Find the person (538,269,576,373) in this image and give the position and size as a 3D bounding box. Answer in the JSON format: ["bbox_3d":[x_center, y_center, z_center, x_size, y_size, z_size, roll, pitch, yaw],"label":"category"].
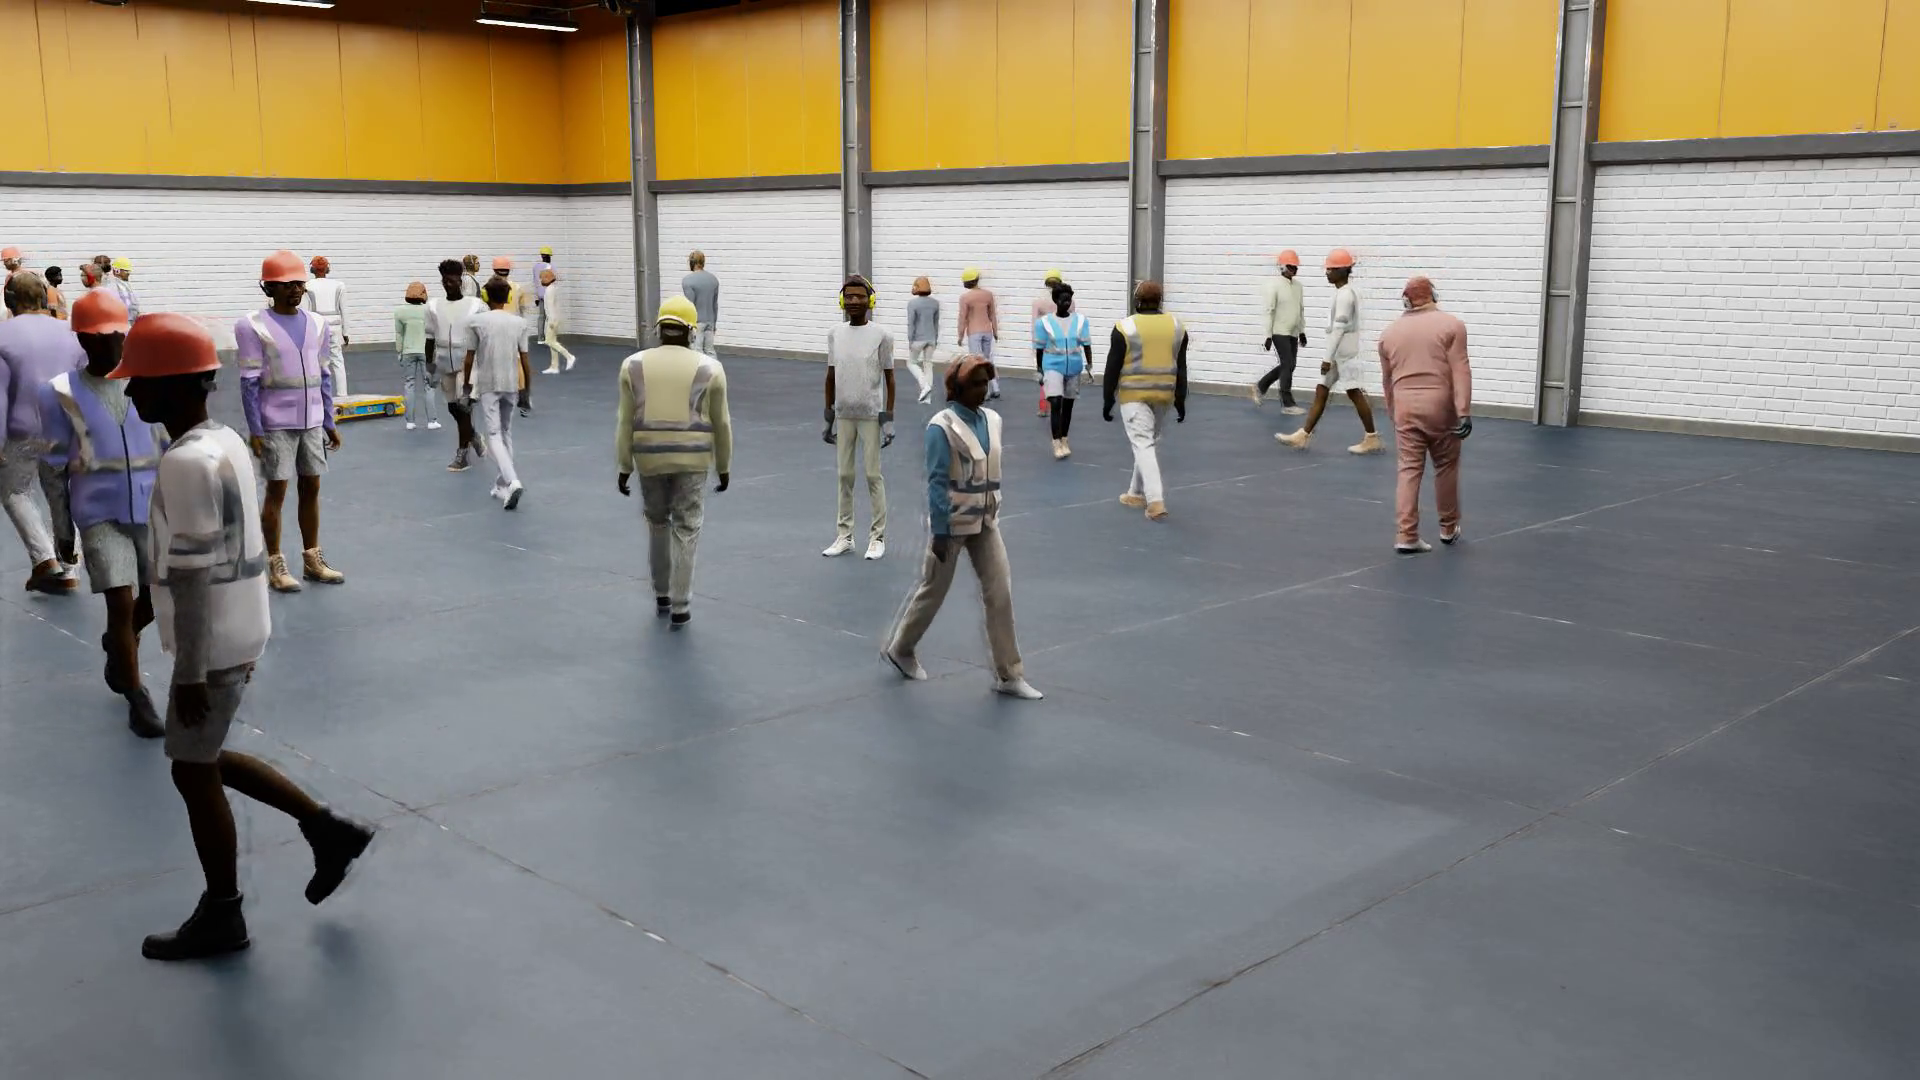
[{"bbox_3d":[-6.252,-3.373,25.689,0.472,1.610,0.541,-1,10,-8],"label":"person"}]

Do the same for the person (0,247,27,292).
[{"bbox_3d":[-13.061,-3.079,23.139,0.629,1.960,0.659,8,13,39],"label":"person"}]

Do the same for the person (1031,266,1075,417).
[{"bbox_3d":[1.096,-2.319,19.544,0.530,1.768,0.320,-1,10,-3],"label":"person"}]

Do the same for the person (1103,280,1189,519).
[{"bbox_3d":[1.418,-1.079,12.702,0.639,1.801,0.944,-4,11,-20],"label":"person"}]

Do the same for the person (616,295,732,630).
[{"bbox_3d":[-1.552,-0.442,9.205,0.609,1.800,0.752,0,10,1],"label":"person"}]

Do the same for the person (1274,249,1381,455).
[{"bbox_3d":[3.639,-1.816,16.167,1.051,1.990,0.619,2,11,9],"label":"person"}]

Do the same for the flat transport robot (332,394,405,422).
[{"bbox_3d":[-7.130,-1.546,19.406,0.652,0.197,1.431,5,11,24],"label":"flat transport robot"}]

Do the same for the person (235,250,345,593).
[{"bbox_3d":[-4.018,-0.715,10.040,0.373,2.044,0.606,7,12,33],"label":"person"}]

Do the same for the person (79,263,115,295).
[{"bbox_3d":[-9.456,-2.145,18.424,0.525,1.831,0.576,0,10,0],"label":"person"}]

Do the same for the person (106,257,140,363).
[{"bbox_3d":[-11.930,-3.119,23.751,0.403,1.822,0.589,-3,11,-13],"label":"person"}]

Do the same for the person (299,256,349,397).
[{"bbox_3d":[-7.796,-2.539,20.413,0.584,1.882,0.337,-8,13,-37],"label":"person"}]

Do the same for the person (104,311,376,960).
[{"bbox_3d":[-2.149,0.288,4.922,0.571,1.923,0.551,-3,11,-16],"label":"person"}]

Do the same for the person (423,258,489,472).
[{"bbox_3d":[-4.600,-1.628,15.348,0.633,1.931,0.897,1,10,5],"label":"person"}]

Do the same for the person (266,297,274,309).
[{"bbox_3d":[-8.645,-2.543,21.103,0.310,1.642,0.514,-6,12,-29],"label":"person"}]

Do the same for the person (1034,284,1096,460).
[{"bbox_3d":[1.010,-1.596,15.868,0.551,1.664,0.810,-3,11,-13],"label":"person"}]

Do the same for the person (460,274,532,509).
[{"bbox_3d":[-3.630,-1.175,13.136,0.533,1.839,0.894,-8,13,-36],"label":"person"}]

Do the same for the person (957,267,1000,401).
[{"bbox_3d":[0.228,-2.650,21.464,0.592,1.719,0.373,-8,13,-37],"label":"person"}]

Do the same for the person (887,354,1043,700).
[{"bbox_3d":[-0.021,-0.073,7.771,0.841,1.604,0.532,9,14,41],"label":"person"}]

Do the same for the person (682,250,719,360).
[{"bbox_3d":[-3.425,-2.844,21.930,0.353,1.937,0.635,7,12,33],"label":"person"}]

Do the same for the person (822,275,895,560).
[{"bbox_3d":[-0.678,-0.807,10.997,0.532,1.876,0.321,4,11,21],"label":"person"}]

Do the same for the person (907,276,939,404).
[{"bbox_3d":[-0.466,-2.518,21.014,0.506,1.618,0.386,-7,13,-34],"label":"person"}]

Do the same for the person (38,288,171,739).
[{"bbox_3d":[-3.677,-0.137,7.247,0.552,1.917,0.818,-10,14,-43],"label":"person"}]

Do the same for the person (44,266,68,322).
[{"bbox_3d":[-13.150,-3.134,24.197,0.322,1.689,0.530,-5,11,-23],"label":"person"}]

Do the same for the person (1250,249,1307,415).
[{"bbox_3d":[3.840,-2.501,19.985,0.796,1.974,0.627,10,15,44],"label":"person"}]

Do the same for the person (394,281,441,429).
[{"bbox_3d":[-5.961,-2.029,18.341,0.497,1.629,0.271,-1,10,-5],"label":"person"}]

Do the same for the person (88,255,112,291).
[{"bbox_3d":[-13.471,-3.568,26.198,0.433,1.829,0.632,-8,13,-37],"label":"person"}]

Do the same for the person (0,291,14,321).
[{"bbox_3d":[-9.484,-1.795,16.259,0.605,1.916,0.421,-3,11,-18],"label":"person"}]

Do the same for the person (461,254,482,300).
[{"bbox_3d":[-7.288,-3.345,24.917,0.333,1.845,0.515,-3,11,-14],"label":"person"}]

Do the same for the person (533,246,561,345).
[{"bbox_3d":[-8.042,-4.753,32.399,0.588,1.919,0.389,6,12,31],"label":"person"}]

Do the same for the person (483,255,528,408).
[{"bbox_3d":[-5.649,-2.595,20.716,0.559,1.893,0.965,-6,12,-30],"label":"person"}]

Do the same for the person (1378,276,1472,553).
[{"bbox_3d":[3.209,-0.861,11.358,0.721,1.852,0.888,7,13,34],"label":"person"}]

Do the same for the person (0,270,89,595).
[{"bbox_3d":[-5.441,-0.620,9.837,0.442,1.923,0.660,7,12,32],"label":"person"}]
